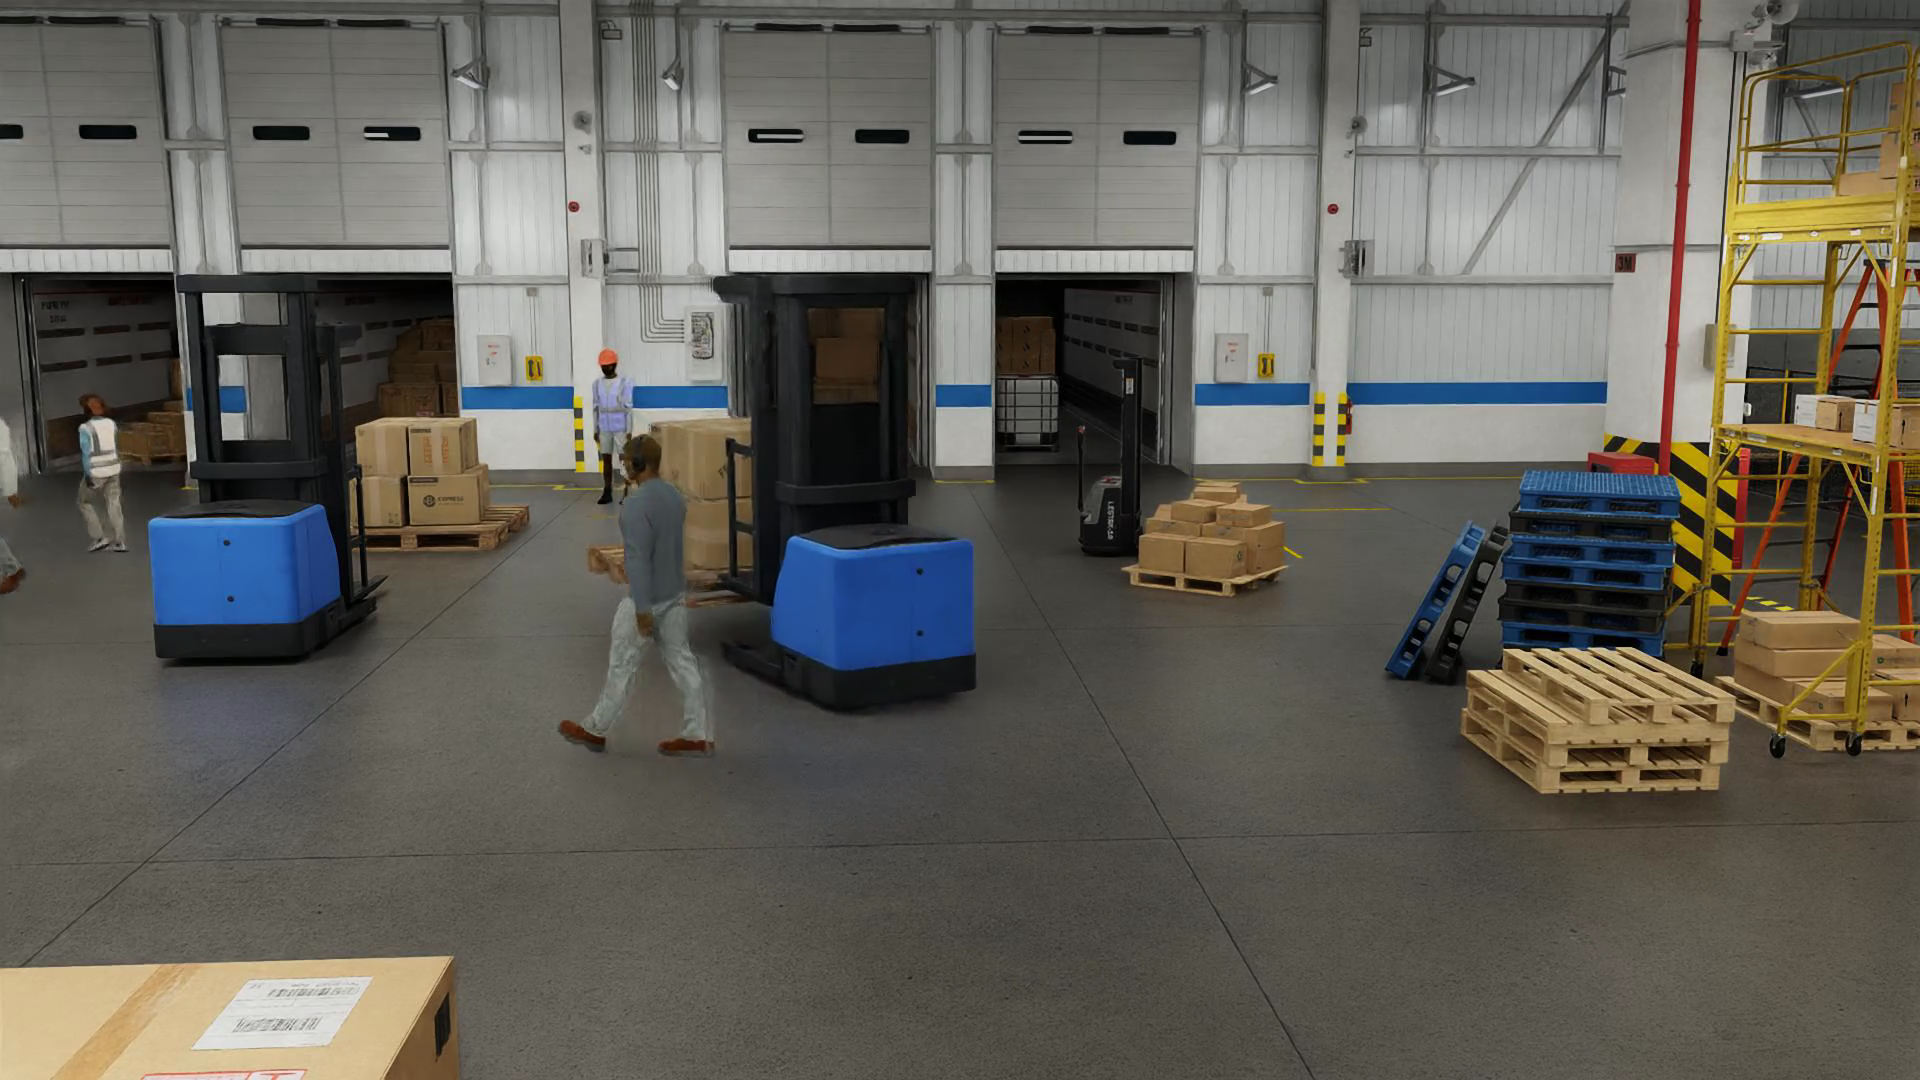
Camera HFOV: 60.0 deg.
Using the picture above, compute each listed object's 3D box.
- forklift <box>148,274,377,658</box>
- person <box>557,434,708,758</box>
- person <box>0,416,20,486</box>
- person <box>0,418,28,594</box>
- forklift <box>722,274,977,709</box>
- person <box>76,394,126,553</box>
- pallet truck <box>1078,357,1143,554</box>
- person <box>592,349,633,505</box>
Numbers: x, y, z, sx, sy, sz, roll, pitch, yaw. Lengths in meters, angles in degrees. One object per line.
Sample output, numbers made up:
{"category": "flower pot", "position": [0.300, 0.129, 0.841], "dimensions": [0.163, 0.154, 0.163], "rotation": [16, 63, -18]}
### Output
{"category": "forklift", "position": [-5.348, -0.627, 12.681], "dimensions": [1.129, 2.768, 1.873], "rotation": [-1, 9, -4]}
{"category": "person", "position": [-1.912, 0.329, 9.734], "dimensions": [0.973, 1.898, 0.658], "rotation": [3, 9, 17]}
{"category": "person", "position": [-9.300, -0.636, 15.944], "dimensions": [0.742, 1.858, 0.581], "rotation": [1, 9, 9]}
{"category": "person", "position": [-8.545, -0.441, 14.521], "dimensions": [0.649, 1.920, 0.439], "rotation": [5, 10, 30]}
{"category": "forklift", "position": [-0.776, -0.420, 11.382], "dimensions": [1.129, 2.768, 1.873], "rotation": [-5, 10, -30]}
{"category": "person", "position": [-8.728, -0.663, 16.863], "dimensions": [0.452, 1.624, 0.525], "rotation": [3, 9, 16]}
{"category": "pallet truck", "position": [2.088, -0.836, 16.757], "dimensions": [1.885, 1.965, 0.823], "rotation": [2, 9, 13]}
{"category": "person", "position": [-4.273, -1.382, 20.423], "dimensions": [0.555, 1.927, 0.404], "rotation": [3, 9, 16]}
